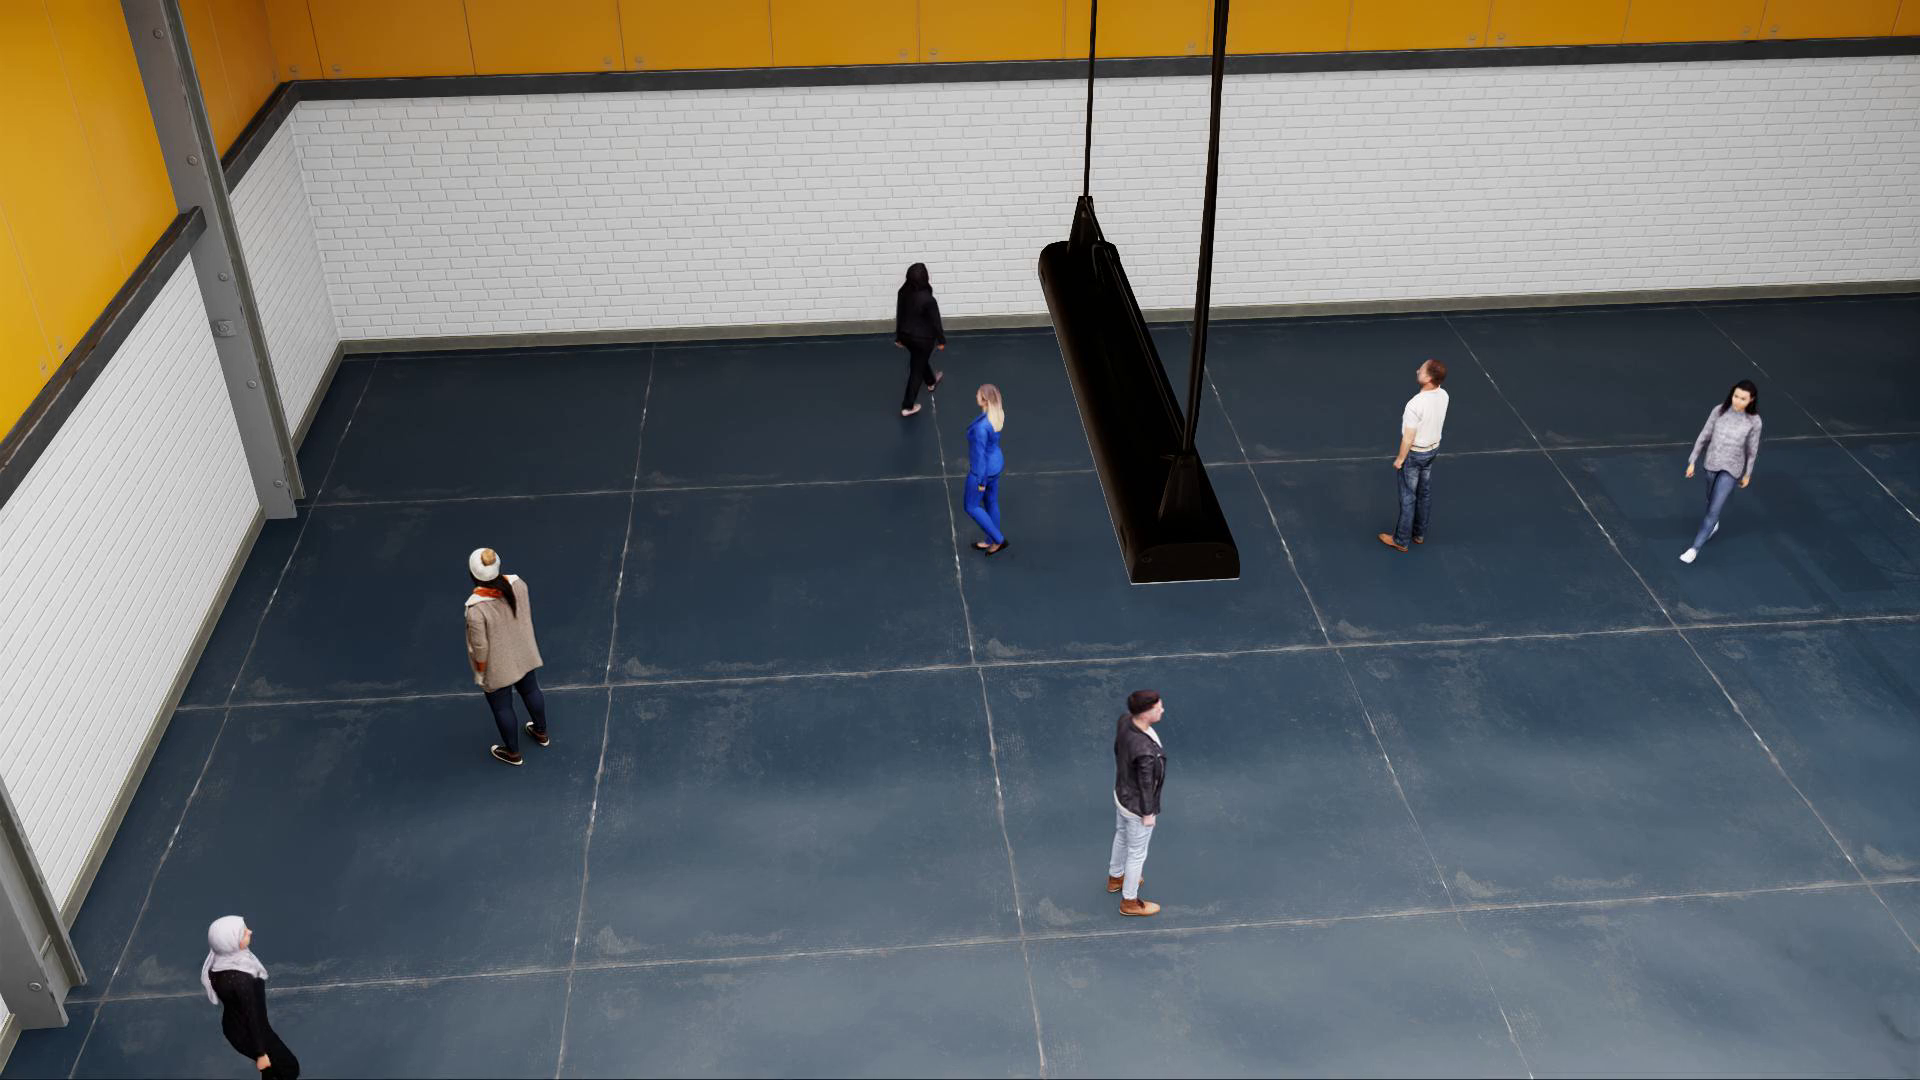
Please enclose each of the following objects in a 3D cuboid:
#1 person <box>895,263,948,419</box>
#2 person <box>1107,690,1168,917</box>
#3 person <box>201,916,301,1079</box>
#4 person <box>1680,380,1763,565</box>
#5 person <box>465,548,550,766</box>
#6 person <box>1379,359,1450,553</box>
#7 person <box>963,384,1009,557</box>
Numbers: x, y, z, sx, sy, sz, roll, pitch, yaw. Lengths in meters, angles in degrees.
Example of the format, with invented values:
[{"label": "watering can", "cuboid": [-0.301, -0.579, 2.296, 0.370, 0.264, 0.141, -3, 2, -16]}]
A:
[{"label": "person", "cuboid": [-0.466, -1.985, 16.818, 1.069, 1.569, 1.133, 23, 40, 31]}, {"label": "person", "cuboid": [1.160, 1.714, 11.012, 0.753, 1.836, 0.535, -9, 35, -13]}, {"label": "person", "cuboid": [-4.077, 2.846, 9.376, 0.943, 1.762, 0.911, -27, 42, -34]}, {"label": "person", "cuboid": [6.785, -0.665, 14.729, 1.168, 1.682, 1.163, -29, 43, -36]}, {"label": "person", "cuboid": [-3.370, 0.825, 12.299, 0.886, 1.891, 0.818, 23, 40, 30]}, {"label": "person", "cuboid": [4.066, -0.758, 14.713, 0.753, 1.856, 0.756, -22, 40, -30]}, {"label": "person", "cuboid": [0.321, -0.587, 14.602, 0.820, 1.693, 0.751, 14, 36, 20]}]
